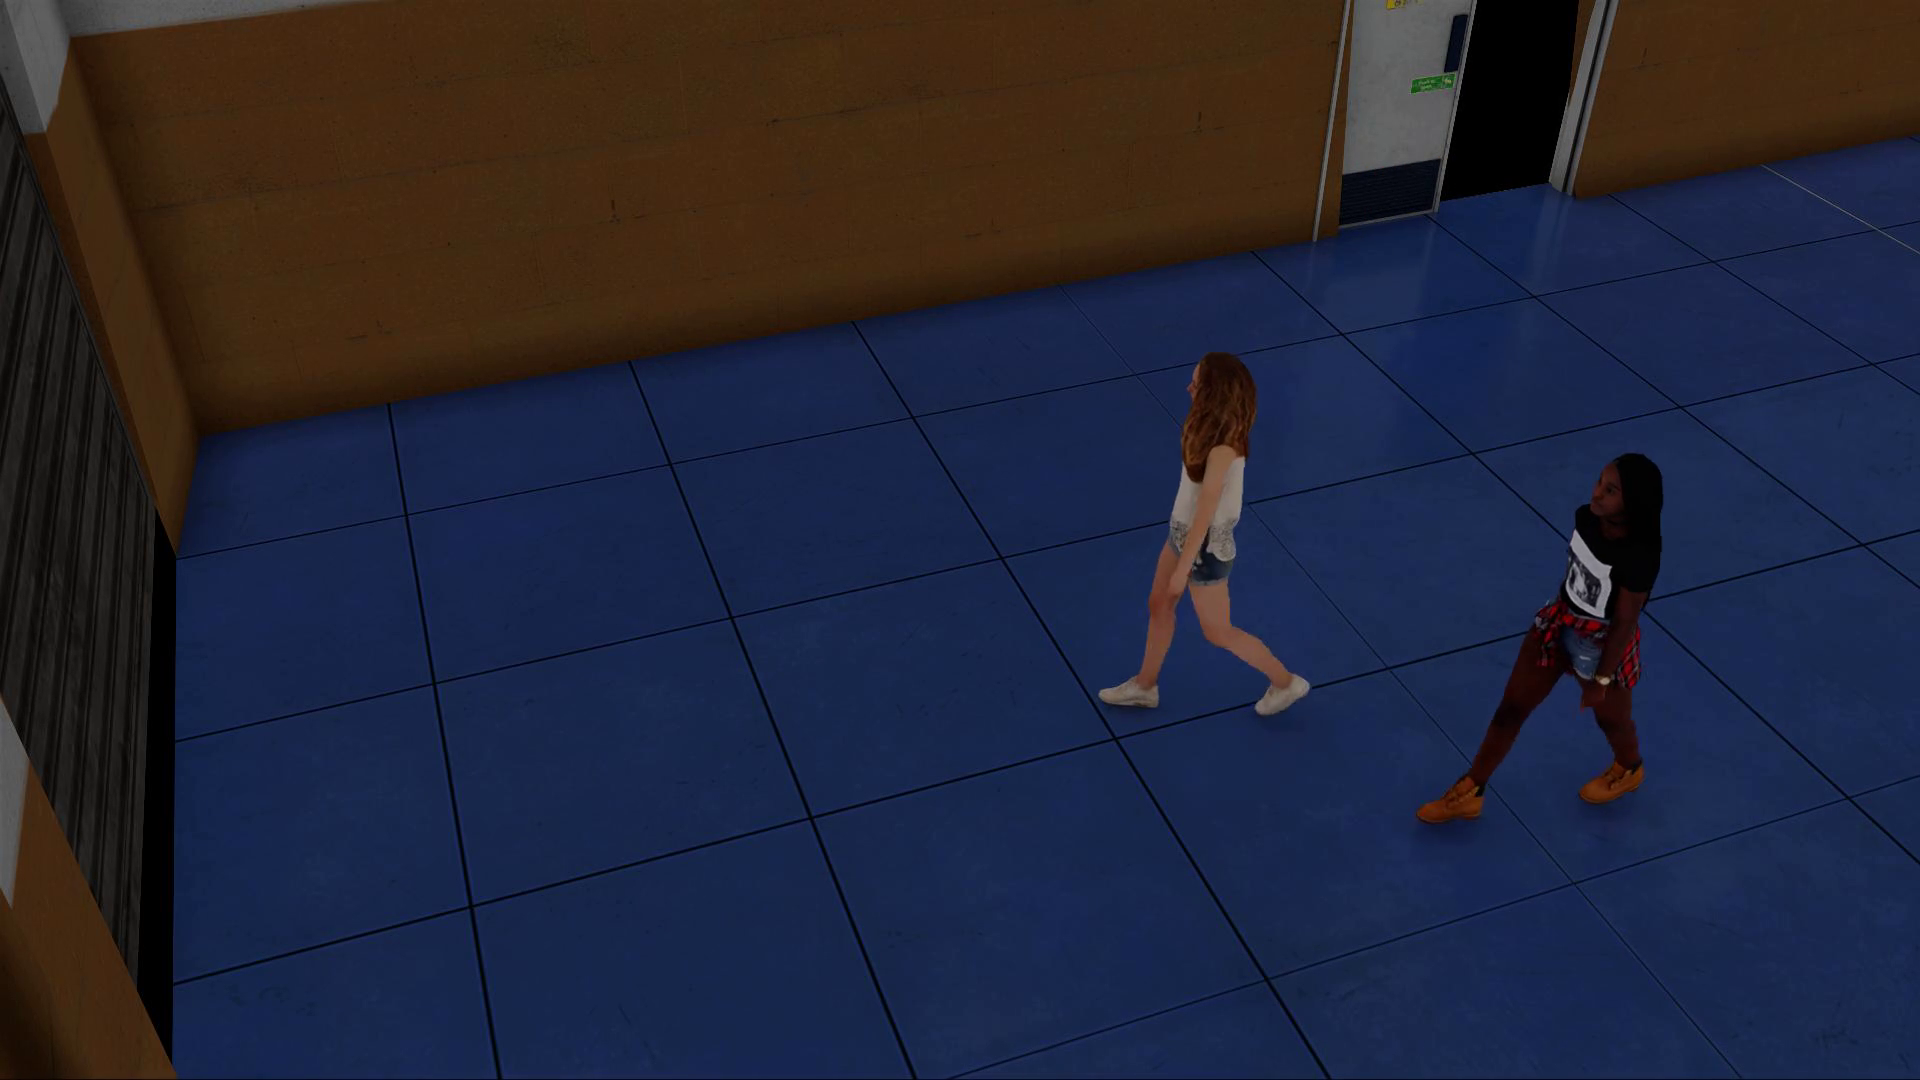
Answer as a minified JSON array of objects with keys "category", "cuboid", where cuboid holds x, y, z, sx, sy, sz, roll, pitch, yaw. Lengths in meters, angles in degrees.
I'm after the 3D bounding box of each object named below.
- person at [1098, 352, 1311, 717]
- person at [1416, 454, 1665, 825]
[{"category":"person","cuboid":[1.069,0.066,6.620,0.934,1.731,1.115,2,37,2]},{"category":"person","cuboid":[2.402,0.421,6.194,0.679,1.674,1.119,-11,38,-14]}]
